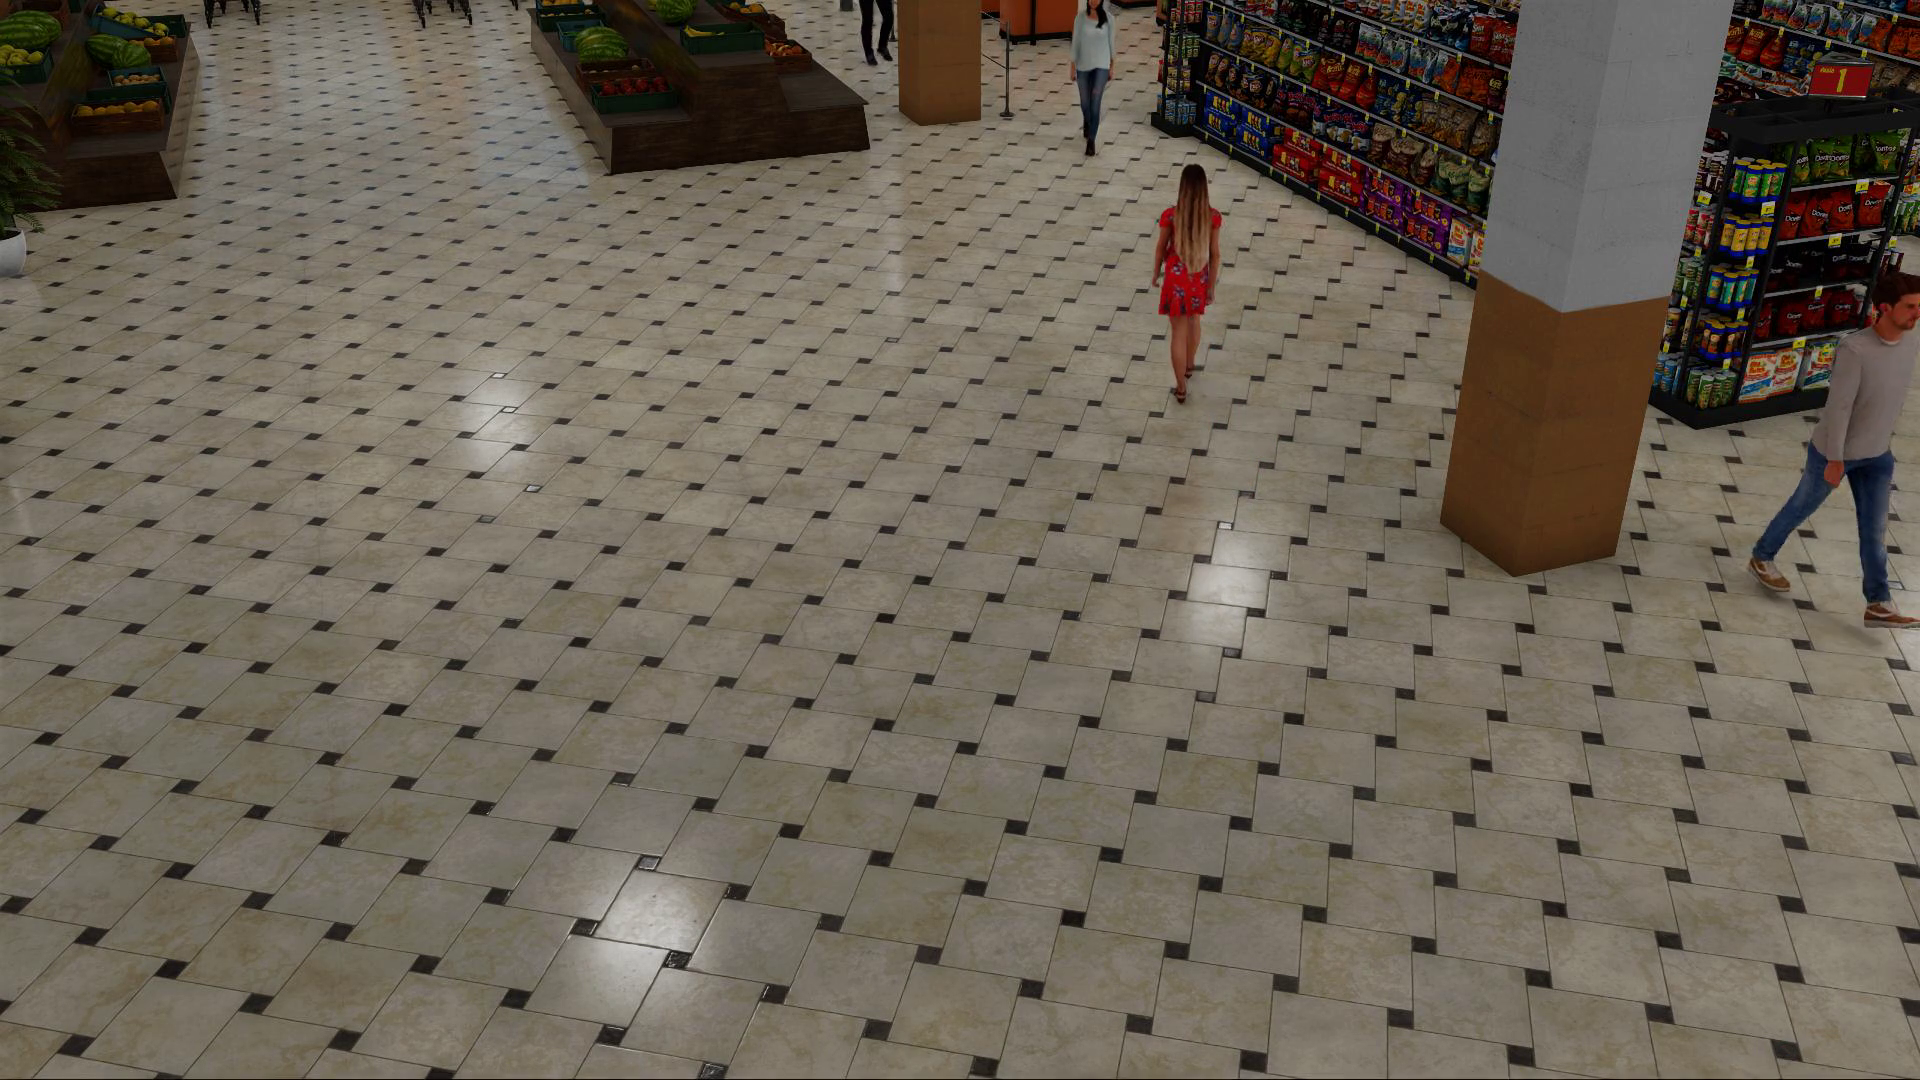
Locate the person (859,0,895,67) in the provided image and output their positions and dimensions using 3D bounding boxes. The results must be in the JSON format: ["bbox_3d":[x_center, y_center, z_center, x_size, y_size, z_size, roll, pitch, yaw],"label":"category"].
[{"bbox_3d":[-1.077,-6.607,19.784,0.667,1.832,0.611,-11,31,-20],"label":"person"}]

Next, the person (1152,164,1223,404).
[{"bbox_3d":[1.499,-1.663,11.000,0.728,1.570,0.919,-1,29,-1],"label":"person"}]

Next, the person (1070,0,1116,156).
[{"bbox_3d":[1.316,-4.703,16.521,0.915,1.616,1.157,4,29,7],"label":"person"}]

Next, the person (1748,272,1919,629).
[{"bbox_3d":[4.497,-0.491,8.563,0.674,1.849,1.172,-10,30,-18],"label":"person"}]
